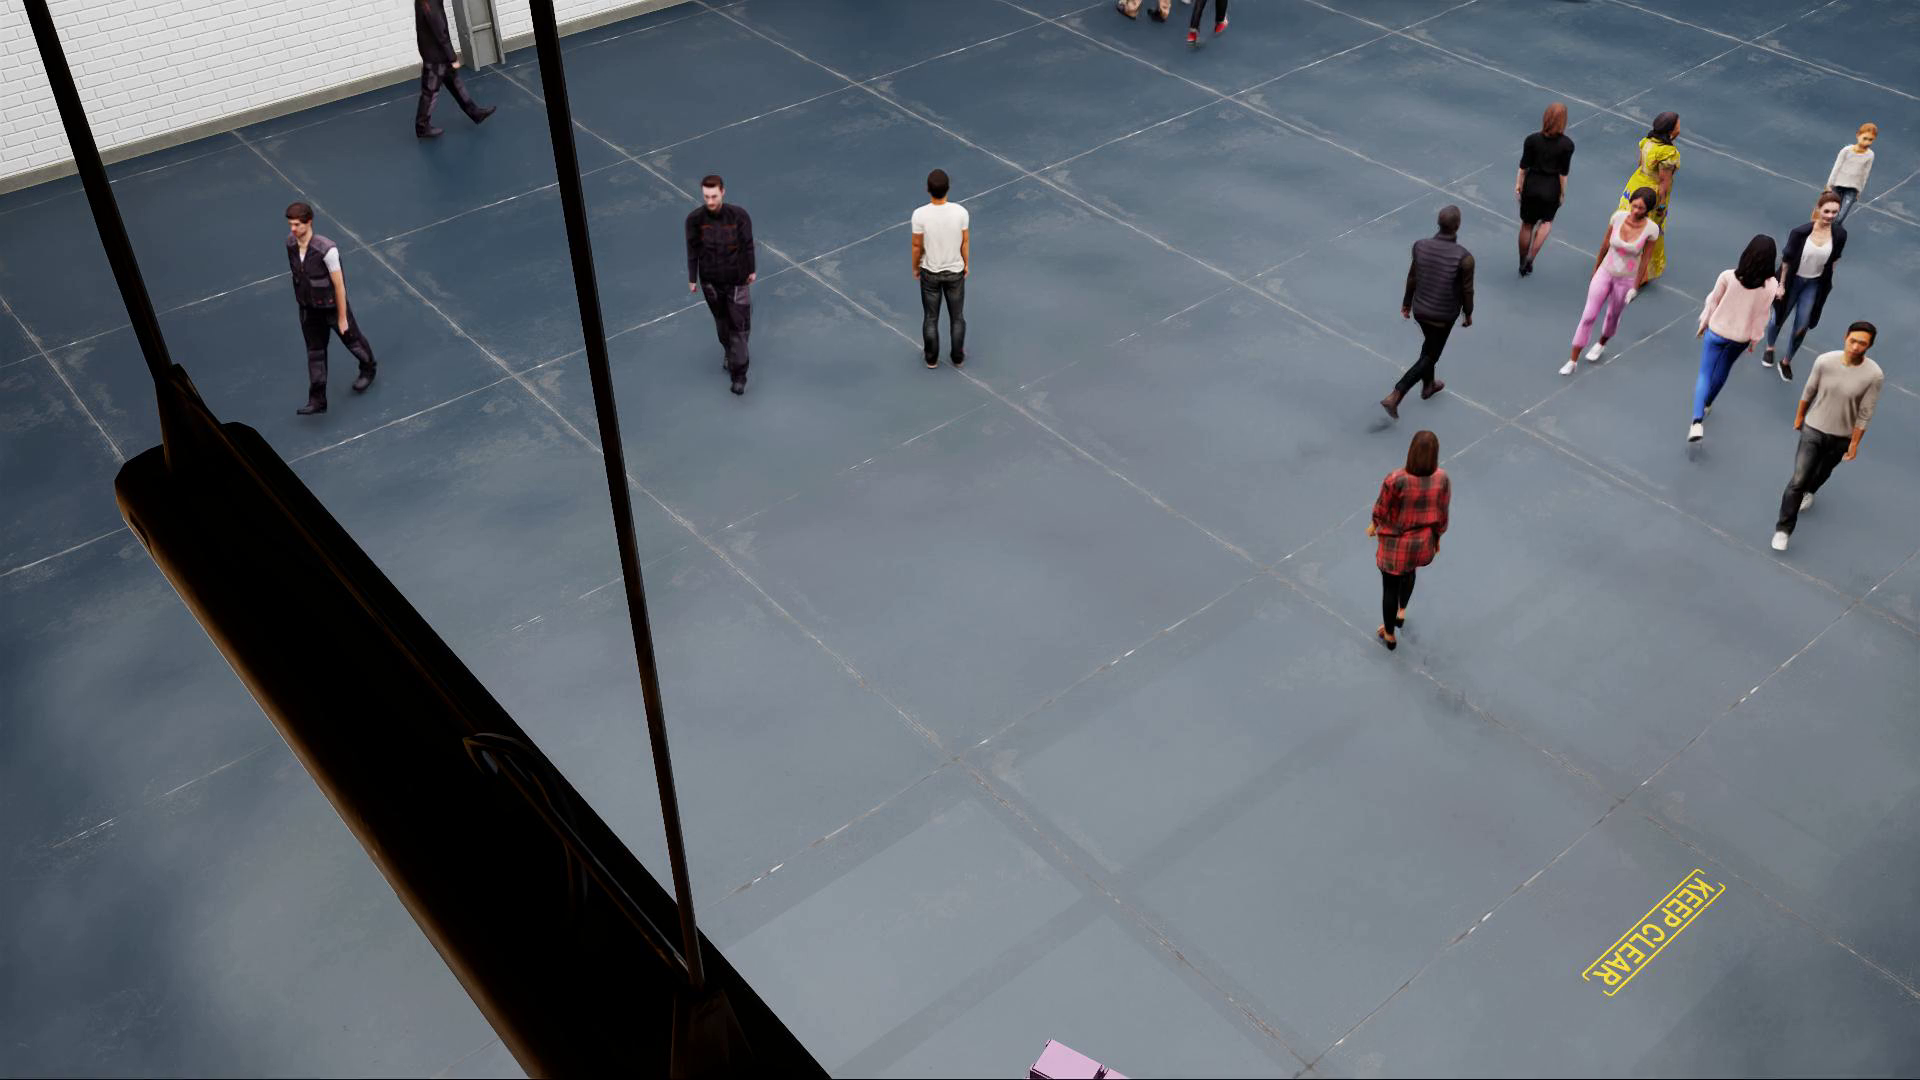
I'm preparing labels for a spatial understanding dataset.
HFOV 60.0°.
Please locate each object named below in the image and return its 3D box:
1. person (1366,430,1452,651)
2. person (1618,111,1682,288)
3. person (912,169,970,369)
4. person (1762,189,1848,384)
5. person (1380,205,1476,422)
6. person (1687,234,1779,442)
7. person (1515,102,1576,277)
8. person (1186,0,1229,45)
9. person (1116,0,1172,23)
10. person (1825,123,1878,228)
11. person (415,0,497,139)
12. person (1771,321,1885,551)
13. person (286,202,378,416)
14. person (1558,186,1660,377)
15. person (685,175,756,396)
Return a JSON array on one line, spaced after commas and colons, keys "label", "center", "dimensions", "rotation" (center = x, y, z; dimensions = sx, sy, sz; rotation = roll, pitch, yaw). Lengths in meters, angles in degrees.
[{"label": "person", "center": [3.021, 0.060, 11.170], "dimensions": [0.750, 1.686, 0.825], "rotation": [-6, 39, -8]}, {"label": "person", "center": [6.277, -3.129, 15.186], "dimensions": [1.004, 1.659, 0.996], "rotation": [-6, 39, -7]}, {"label": "person", "center": [-0.152, -2.275, 13.997], "dimensions": [0.669, 1.807, 0.775], "rotation": [-4, 39, -5]}, {"label": "person", "center": [7.064, -2.202, 14.021], "dimensions": [0.806, 1.665, 0.874], "rotation": [11, 40, 14]}, {"label": "person", "center": [3.766, -1.790, 13.393], "dimensions": [1.127, 1.804, 0.696], "rotation": [-27, 46, -29]}, {"label": "person", "center": [6.065, -1.564, 13.163], "dimensions": [0.980, 1.738, 1.202], "rotation": [15, 41, 18]}, {"label": "person", "center": [5.282, -3.130, 15.158], "dimensions": [0.719, 1.696, 0.757], "rotation": [15, 41, 18]}, {"label": "person", "center": [2.949, -6.706, 19.602], "dimensions": [0.921, 1.738, 1.217], "rotation": [17, 42, 20]}, {"label": "person", "center": [2.455, -7.149, 20.087], "dimensions": [0.892, 1.824, 0.809], "rotation": [-32, 48, -33]}, {"label": "person", "center": [8.352, -3.337, 15.729], "dimensions": [0.687, 1.306, 0.821], "rotation": [13, 40, 16]}, {"label": "person", "center": [-5.623, -5.092, 17.542], "dimensions": [1.223, 1.786, 0.945], "rotation": [-15, 41, -18]}, {"label": "person", "center": [6.420, -0.842, 12.228], "dimensions": [0.899, 1.776, 1.251], "rotation": [21, 43, 24]}, {"label": "person", "center": [-5.122, -1.960, 13.600], "dimensions": [1.074, 1.810, 1.250], "rotation": [12, 40, 14]}, {"label": "person", "center": [5.572, -2.225, 14.009], "dimensions": [0.739, 1.715, 1.017], "rotation": [27, 46, 29]}, {"label": "person", "center": [-1.954, -2.194, 13.853], "dimensions": [1.171, 1.862, 1.213], "rotation": [2, 39, 2]}]
